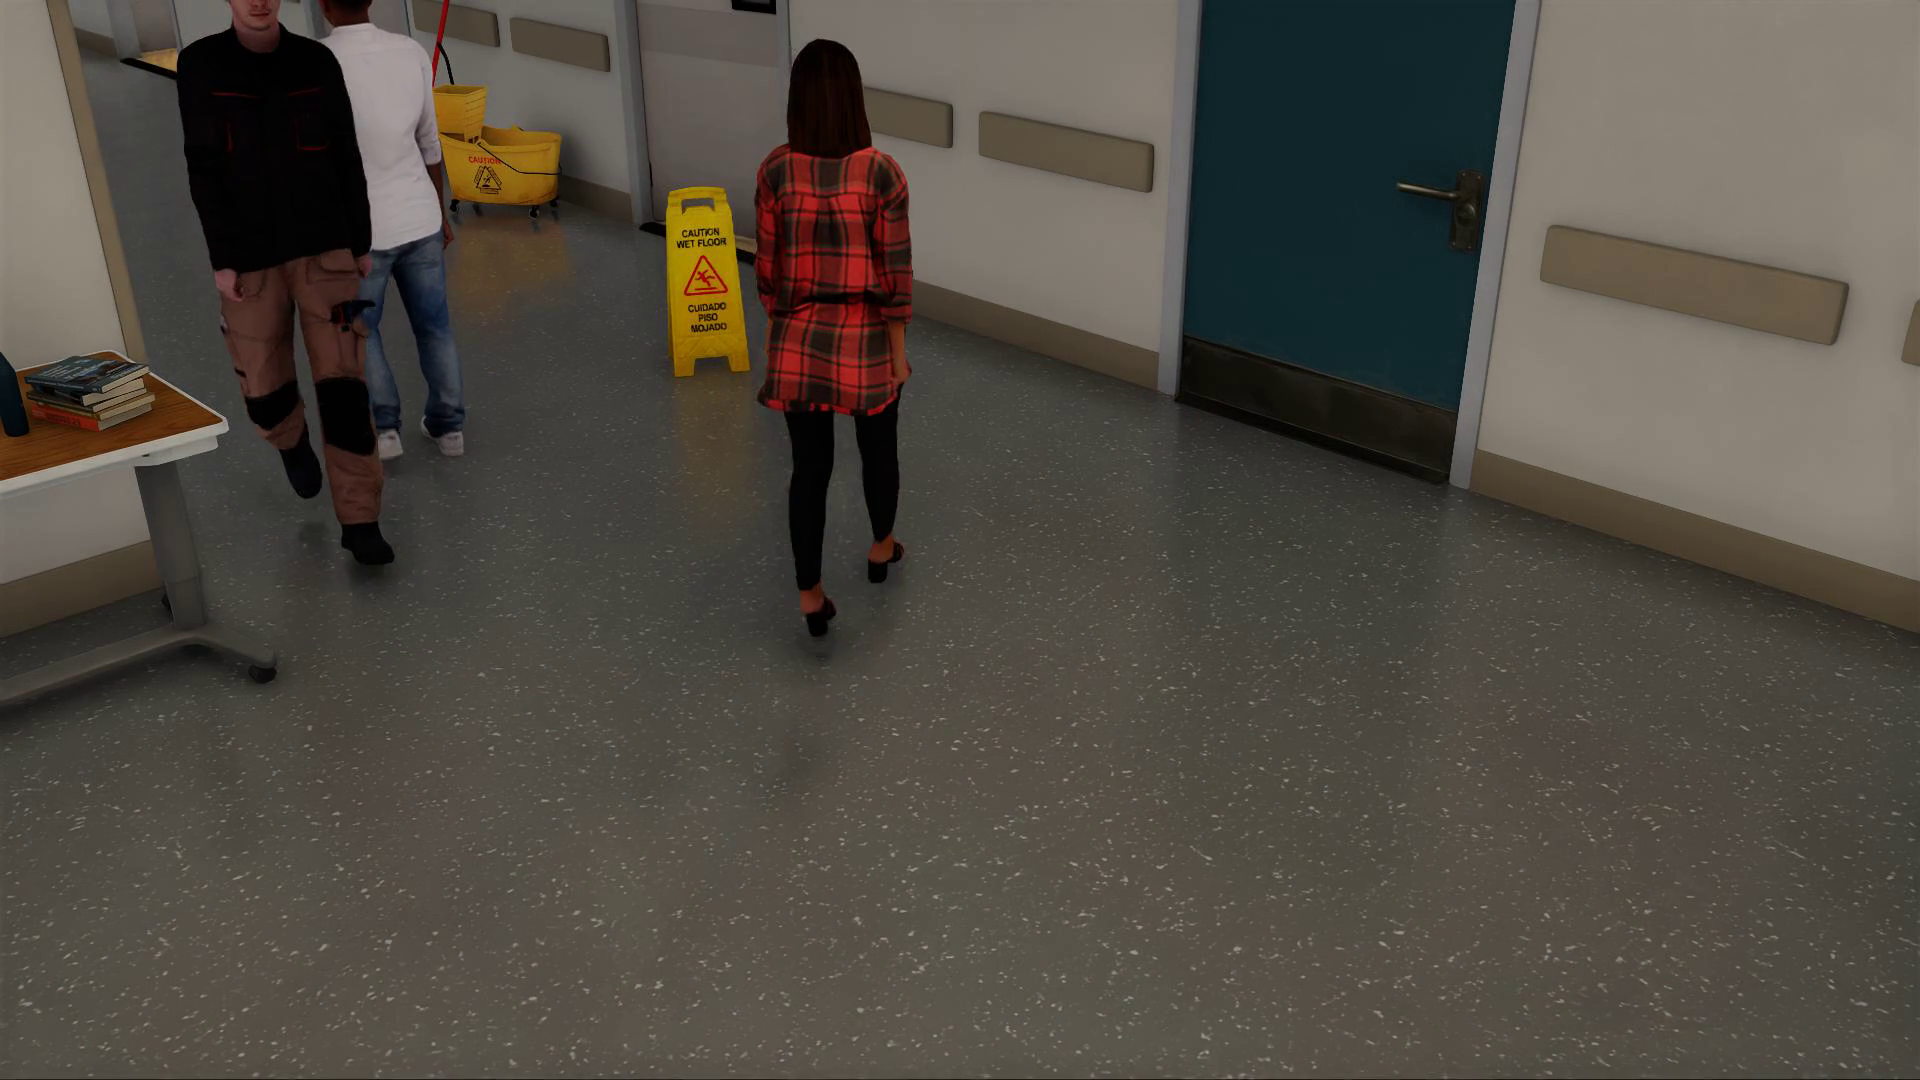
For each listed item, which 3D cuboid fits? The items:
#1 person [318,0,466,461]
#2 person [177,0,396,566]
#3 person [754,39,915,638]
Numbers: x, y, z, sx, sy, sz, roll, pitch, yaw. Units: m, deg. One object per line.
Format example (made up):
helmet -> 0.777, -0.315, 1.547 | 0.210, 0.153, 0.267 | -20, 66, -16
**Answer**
person -> -2.021, -1.138, 5.853 | 0.646, 1.793, 0.618 | -22, 33, -38
person -> -2.124, -0.880, 5.198 | 0.898, 1.896, 1.204 | -13, 29, -25
person -> -0.376, -0.514, 4.691 | 0.979, 1.679, 0.975 | 5, 26, 10
